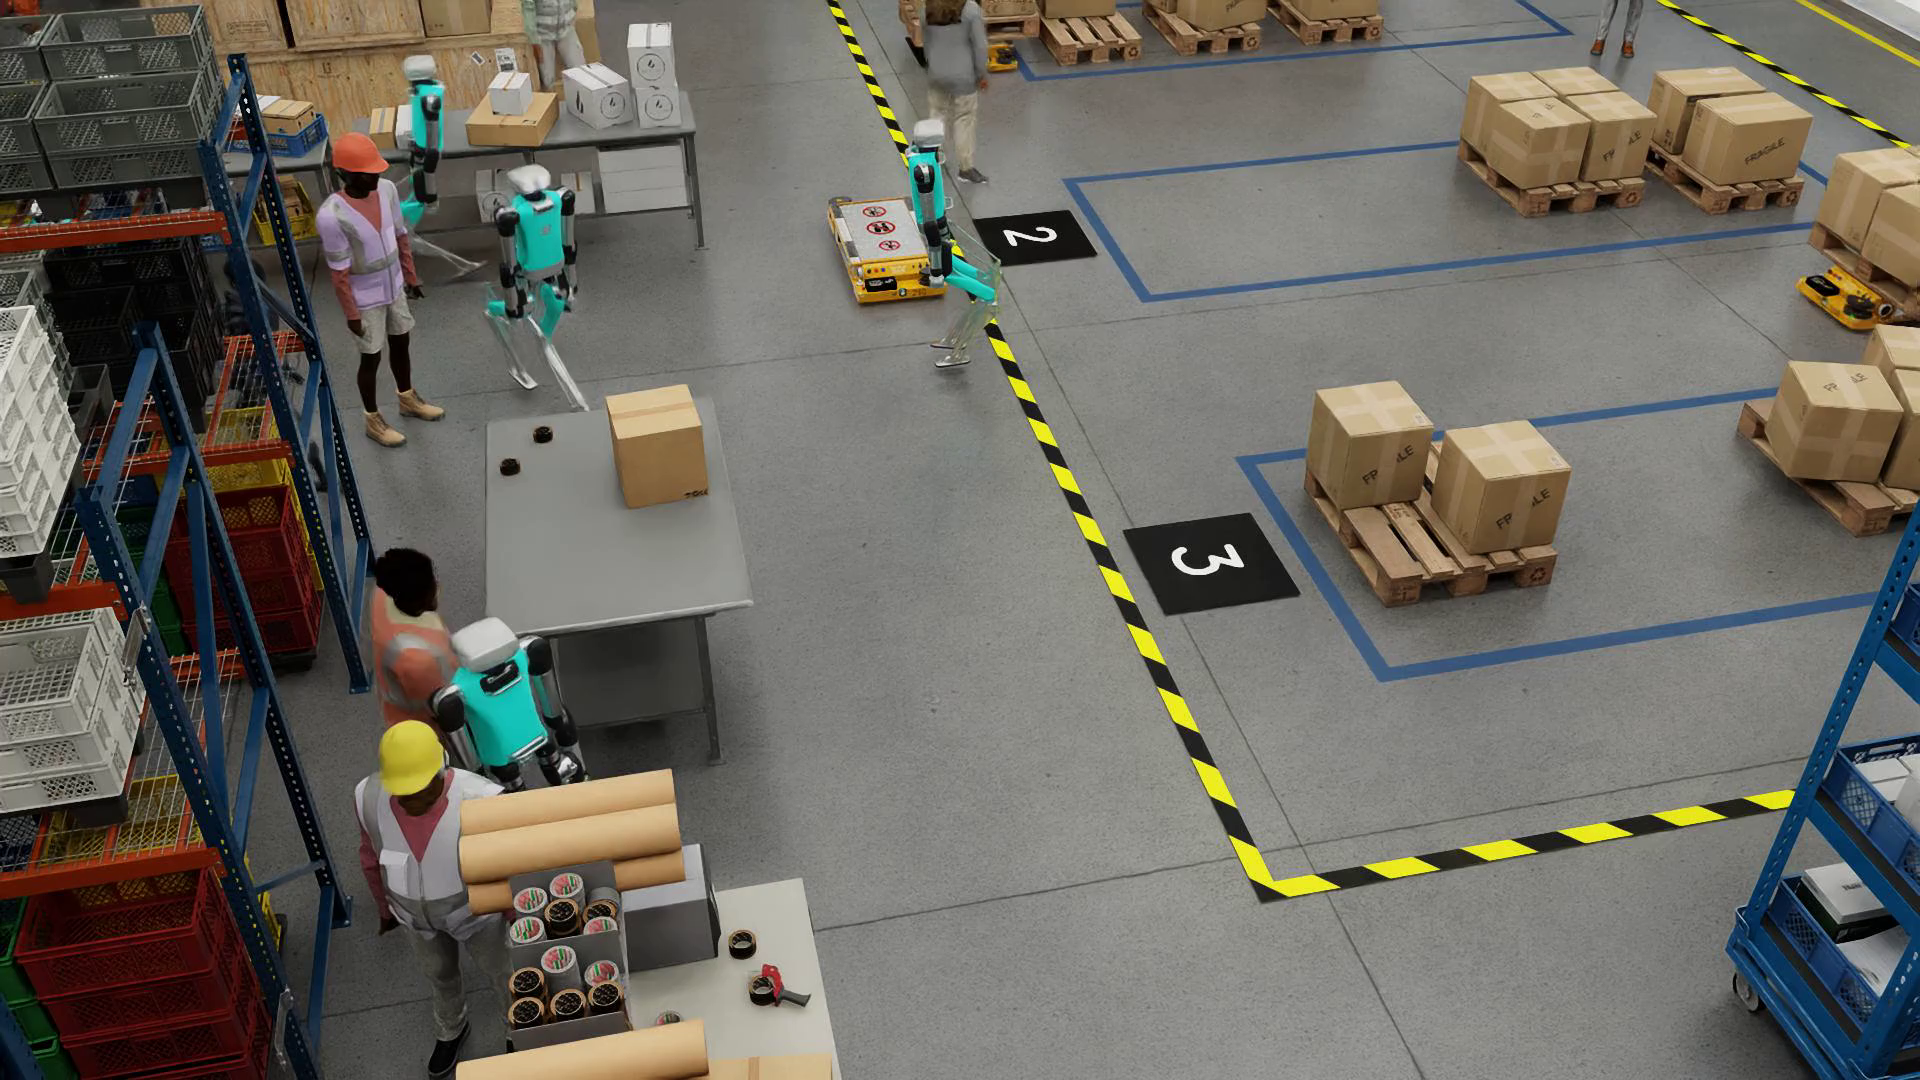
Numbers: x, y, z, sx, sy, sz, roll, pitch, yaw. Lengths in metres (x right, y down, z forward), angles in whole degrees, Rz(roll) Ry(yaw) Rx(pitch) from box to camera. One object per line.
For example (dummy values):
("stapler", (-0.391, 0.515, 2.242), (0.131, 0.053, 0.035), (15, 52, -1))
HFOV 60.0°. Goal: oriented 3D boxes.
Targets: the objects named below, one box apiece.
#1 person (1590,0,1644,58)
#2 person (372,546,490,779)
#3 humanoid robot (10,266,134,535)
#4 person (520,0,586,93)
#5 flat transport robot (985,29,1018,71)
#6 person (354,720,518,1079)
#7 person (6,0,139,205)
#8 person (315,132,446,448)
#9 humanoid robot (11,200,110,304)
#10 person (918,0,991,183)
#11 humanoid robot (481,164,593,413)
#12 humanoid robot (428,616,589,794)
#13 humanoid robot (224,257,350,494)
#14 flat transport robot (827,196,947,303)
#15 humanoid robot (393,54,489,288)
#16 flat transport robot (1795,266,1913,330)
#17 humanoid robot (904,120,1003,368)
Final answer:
("person", (6.329, -5.467, 15.547), (0.590, 1.883, 0.371), (10, 38, 13))
("person", (-2.261, 0.733, 7.194), (0.432, 1.916, 0.658), (-17, 40, -21))
("humanoid robot", (-5.090, -0.807, 9.473), (0.615, 1.633, 0.668), (31, 46, 35))
("person", (-3.375, -4.230, 13.855), (0.573, 1.924, 0.501), (-22, 42, -27))
("flat transport robot", (0.072, -4.866, 16.070), (0.652, 0.197, 1.431), (-8, 37, -10))
("person", (-1.962, 1.392, 6.373), (0.599, 1.830, 0.404), (1, 37, 1))
("person", (-6.713, -3.198, 12.556), (1.017, 1.830, 0.600), (13, 39, 17))
("person", (-3.523, -1.516, 10.126), (0.441, 2.030, 0.619), (17, 40, 22))
("humanoid robot", (-5.436, -1.403, 10.096), (0.735, 1.677, 0.533), (29, 45, 33))
("person", (-0.019, -3.725, 13.340), (0.677, 1.729, 0.364), (21, 41, 26))
("humanoid robot", (-2.734, -1.597, 10.501), (1.043, 1.745, 0.545), (30, 46, 34))
("humanoid robot", (-1.625, 1.151, 6.773), (0.813, 1.754, 0.542), (27, 45, 32))
("humanoid robot", (-4.090, -0.930, 9.671), (0.767, 1.615, 0.591), (1, 37, 1))
("flat transport robot", (-0.570, -2.220, 12.538), (0.659, 0.231, 1.431), (-8, 37, -10))
("humanoid robot", (-3.909, -2.503, 11.692), (0.961, 1.740, 0.532), (-13, 39, -17))
("flat transport robot", (6.871, -1.826, 11.985), (1.431, 0.197, 0.652), (-8, 37, -10))
("humanoid robot", (0.021, -1.909, 10.781), (0.735, 1.672, 0.533), (-2, 37, -2))
